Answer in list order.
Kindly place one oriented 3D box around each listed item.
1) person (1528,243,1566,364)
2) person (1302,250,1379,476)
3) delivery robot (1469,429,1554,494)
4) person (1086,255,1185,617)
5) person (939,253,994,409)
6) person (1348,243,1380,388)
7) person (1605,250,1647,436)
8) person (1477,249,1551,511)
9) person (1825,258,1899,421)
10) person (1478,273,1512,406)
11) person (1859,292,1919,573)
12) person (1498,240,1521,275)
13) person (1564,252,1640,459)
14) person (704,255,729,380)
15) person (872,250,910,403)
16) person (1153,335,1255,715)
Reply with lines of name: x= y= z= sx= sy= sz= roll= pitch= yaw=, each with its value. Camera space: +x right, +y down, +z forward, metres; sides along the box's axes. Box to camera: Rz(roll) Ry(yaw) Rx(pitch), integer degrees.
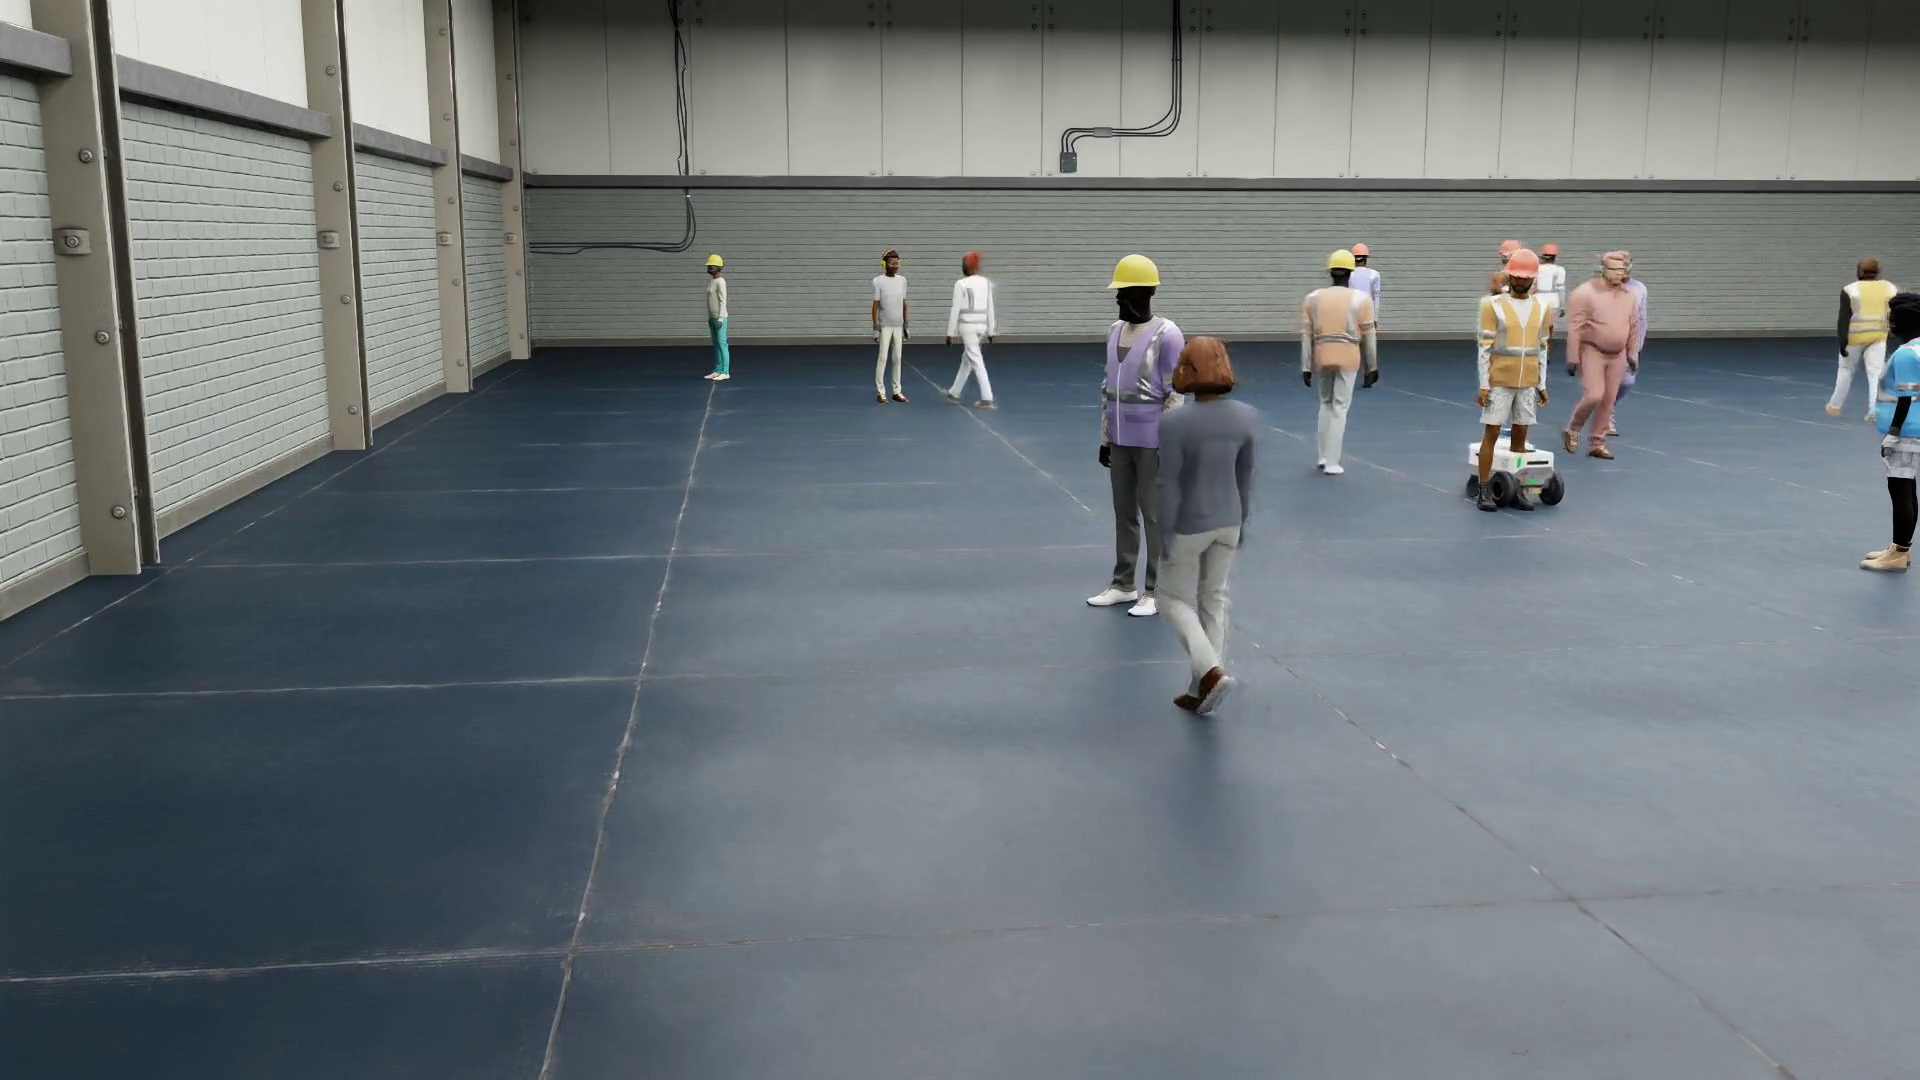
person: x=9.297 y=-3.735 z=26.375 sx=0.552 sy=1.922 sz=0.474 roll=8 pitch=13 yaw=39
person: x=3.280 y=-1.520 z=14.262 sx=0.597 sy=1.905 sz=0.697 roll=7 pitch=12 yaw=34
delivery robot: x=4.206 y=-0.605 z=12.709 sx=0.477 sy=0.478 sz=0.707 roll=-3 pitch=11 yaw=-15
person: x=0.947 y=-0.557 z=8.937 sx=0.366 sy=1.927 sz=0.591 roll=-7 pitch=13 yaw=-35
person: x=0.085 y=-2.486 z=19.783 sx=0.962 sy=1.829 sz=0.605 roll=10 pitch=14 yaw=42
person: x=5.335 y=-3.000 z=22.312 sx=0.547 sy=1.934 sz=0.375 roll=1 pitch=10 yaw=4
person: x=6.726 y=-2.031 z=17.133 sx=0.650 sy=1.888 sz=0.664 roll=0 pitch=10 yaw=-1
person: x=4.093 y=-1.169 z=12.282 sx=0.542 sy=1.931 sz=0.375 roll=-1 pitch=10 yaw=-7
person: x=10.029 y=-2.221 z=18.457 sx=0.625 sy=1.794 sz=0.980 roll=2 pitch=10 yaw=9
person: x=6.360 y=-2.335 z=19.587 sx=0.523 sy=1.583 sz=0.865 roll=-1 pitch=10 yaw=-8
person: x=5.714 y=-0.650 z=10.090 sx=0.319 sy=1.693 sz=0.532 roll=8 pitch=13 yaw=36
person: x=7.269 y=-2.995 z=22.160 sx=0.621 sy=1.975 sz=0.512 roll=-8 pitch=13 yaw=-37
person: x=5.870 y=-1.673 z=15.180 sx=0.645 sy=1.887 sz=0.447 roll=-3 pitch=11 yaw=-14
person: x=-3.458 y=-3.153 z=23.602 sx=0.304 sy=1.772 sz=0.526 roll=-5 pitch=12 yaw=-27
person: x=-0.847 y=-2.597 z=20.318 sx=0.499 sy=1.860 sz=0.311 roll=-8 pitch=13 yaw=-36
person: x=1.032 y=-0.035 z=6.922 sx=0.504 sy=1.621 sz=0.431 roll=-5 pitch=11 yaw=-25
